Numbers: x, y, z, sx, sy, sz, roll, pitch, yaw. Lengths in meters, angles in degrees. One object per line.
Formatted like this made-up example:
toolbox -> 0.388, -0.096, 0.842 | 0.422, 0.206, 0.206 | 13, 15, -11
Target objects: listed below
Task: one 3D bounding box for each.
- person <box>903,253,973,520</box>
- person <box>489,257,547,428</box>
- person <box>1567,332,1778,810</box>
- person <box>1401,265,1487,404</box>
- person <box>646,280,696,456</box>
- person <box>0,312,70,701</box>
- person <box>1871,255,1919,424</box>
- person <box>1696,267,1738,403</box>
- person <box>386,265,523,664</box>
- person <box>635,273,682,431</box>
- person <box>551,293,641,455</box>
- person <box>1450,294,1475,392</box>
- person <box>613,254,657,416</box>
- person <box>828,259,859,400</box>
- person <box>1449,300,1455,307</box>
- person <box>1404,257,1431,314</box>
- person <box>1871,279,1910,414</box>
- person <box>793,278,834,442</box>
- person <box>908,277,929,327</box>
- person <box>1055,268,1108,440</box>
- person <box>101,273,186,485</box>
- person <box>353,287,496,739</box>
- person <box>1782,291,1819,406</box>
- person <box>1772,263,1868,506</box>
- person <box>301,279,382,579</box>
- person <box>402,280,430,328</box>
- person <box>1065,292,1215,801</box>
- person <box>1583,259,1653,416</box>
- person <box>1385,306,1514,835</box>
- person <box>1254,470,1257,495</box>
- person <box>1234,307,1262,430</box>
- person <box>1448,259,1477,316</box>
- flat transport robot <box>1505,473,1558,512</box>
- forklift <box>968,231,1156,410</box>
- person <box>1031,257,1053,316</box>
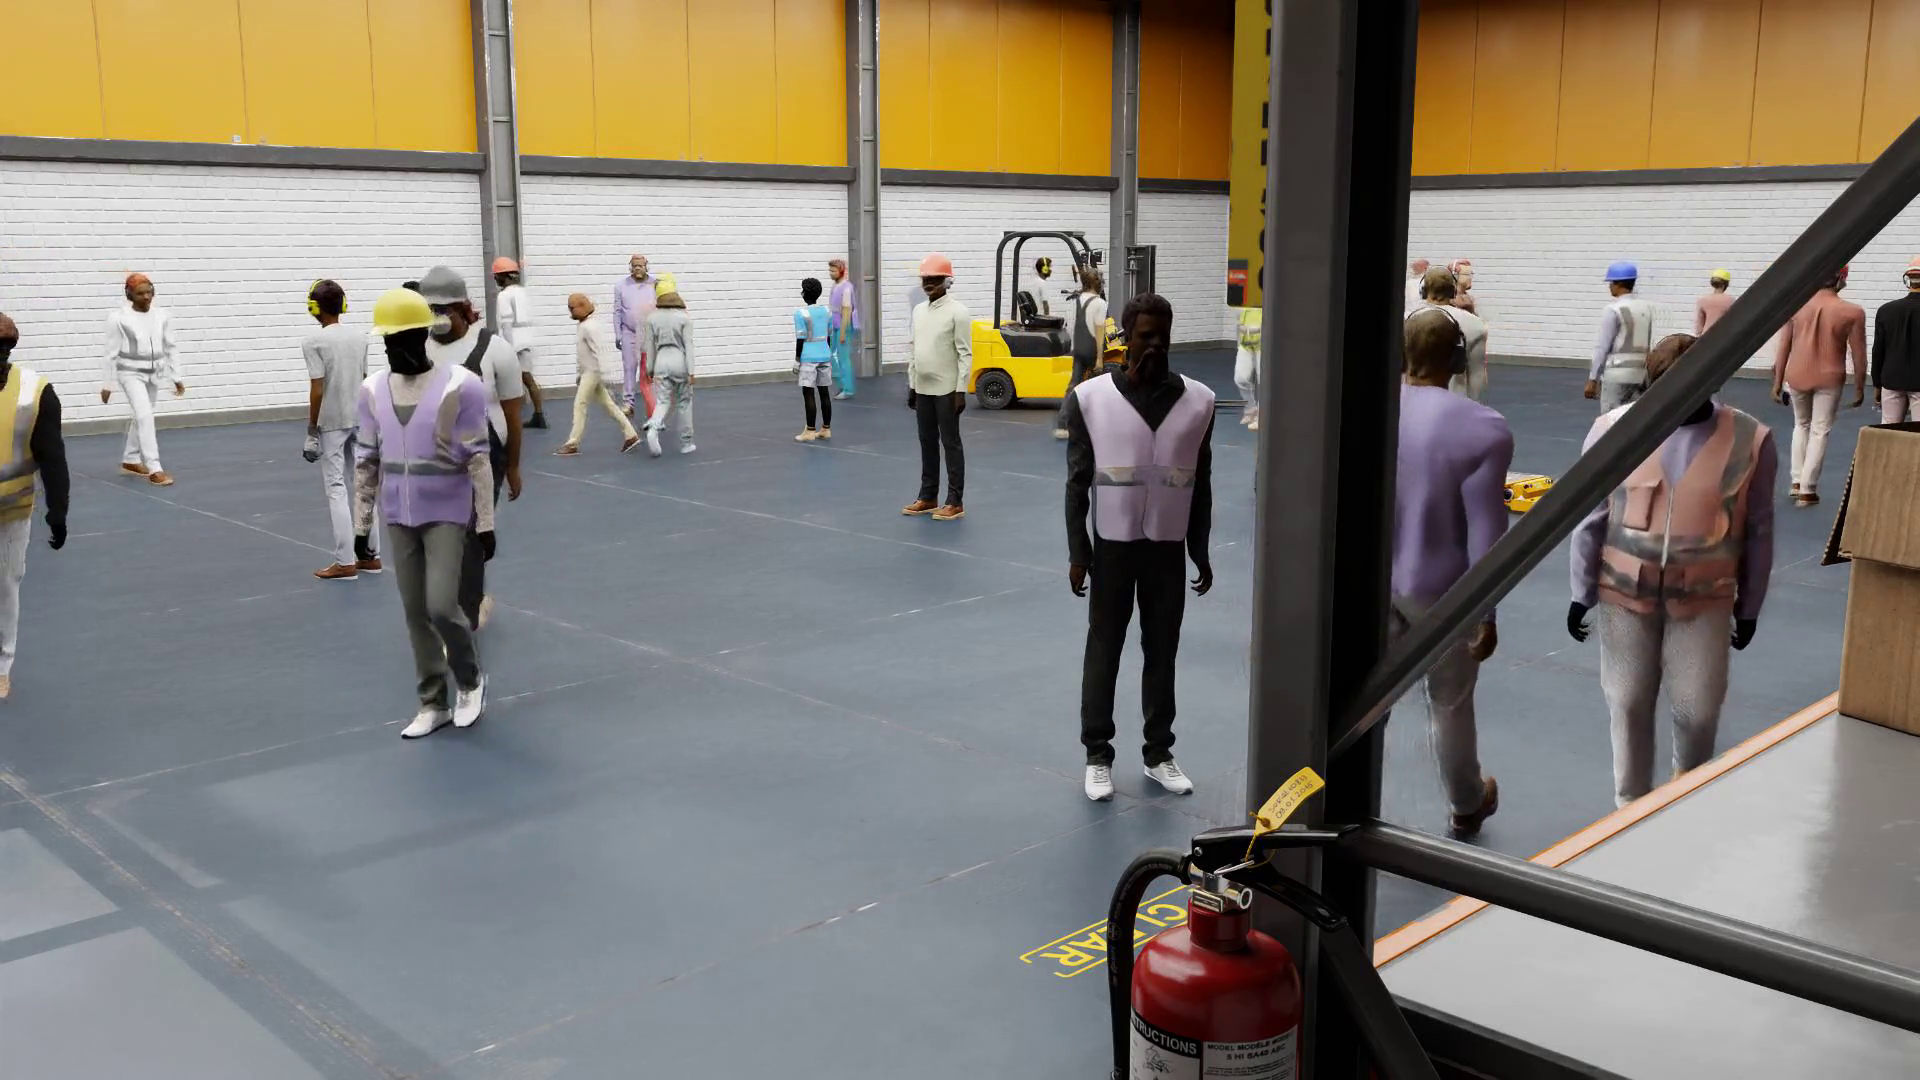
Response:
person -> -0.177, -1.150, 12.536 | 0.385, 1.993, 0.623 | -10, 14, -42
person -> -5.026, -2.169, 18.387 | 0.949, 1.888, 0.557 | 3, 11, 17
person -> 2.407, 0.202, 5.672 | 0.625, 1.817, 0.436 | 5, 12, 26
person -> 3.120, -0.830, 10.955 | 0.633, 1.936, 0.353 | 0, 10, 1
person -> -2.825, -1.664, 16.130 | 0.495, 1.700, 0.775 | 2, 11, 12
person -> -4.360, -0.124, 7.472 | 0.655, 1.803, 0.629 | -6, 12, -29
person -> 7.294, -1.183, 12.728 | 0.383, 1.992, 0.609 | -8, 13, -37
person -> 9.072, -2.401, 20.019 | 0.693, 1.745, 0.531 | -6, 12, -30
person -> -2.621, -0.453, 8.612 | 0.695, 2.000, 1.022 | 1, 10, 4
person -> -3.308, -2.048, 18.167 | 0.549, 1.722, 0.388 | -8, 13, -37
person -> -3.543, -1.616, 16.201 | 0.851, 1.586, 0.517 | -3, 11, -17
person -> 4.478, -1.362, 14.714 | 0.425, 1.621, 0.551 | -4, 11, -19
person -> -3.789, -2.426, 19.738 | 0.636, 1.911, 0.404 | -2, 11, -9
person -> -1.564, -2.718, 21.549 | 0.477, 1.820, 0.589 | -4, 11, -20
person -> 3.914, -1.190, 13.741 | 0.498, 1.633, 0.278 | -10, 14, -43
person -> 5.488, -2.451, 19.968 | 0.652, 1.871, 0.707 | -9, 14, -42
person -> 11.187, -2.293, 19.392 | 0.963, 1.767, 0.598 | 3, 11, 13
person -> -1.523, -1.859, 17.221 | 0.318, 1.697, 0.533 | 8, 13, 37
person -> -0.435, -2.621, 21.068 | 0.591, 1.811, 0.603 | 8, 13, 36
person -> 1.346, -1.937, 17.408 | 0.960, 1.797, 0.527 | -8, 13, -39
person -> -7.149, -1.400, 14.429 | 0.921, 1.829, 0.607 | 5, 12, 26
person -> -2.279, -0.102, 7.041 | 0.626, 1.912, 0.416 | 3, 11, 15
person -> 10.324, -2.387, 20.285 | 0.423, 1.622, 0.531 | -7, 13, -34
person -> 6.860, -1.267, 13.214 | 0.663, 1.970, 0.680 | 10, 14, 43
person -> -3.868, -0.683, 10.347 | 0.315, 1.865, 0.526 | 5, 12, 25
person -> -5.351, -1.720, 16.467 | 0.360, 1.684, 0.552 | -3, 11, -16
person -> 0.685, 0.023, 6.346 | 0.593, 1.922, 0.391 | -3, 11, -13
person -> 5.487, -1.363, 13.862 | 0.623, 1.929, 0.436 | -9, 14, -41
person -> 1.582, 0.158, 5.693 | 0.652, 1.892, 0.918 | 7, 13, 35
person -> 2.574, -1.168, 12.840 | 0.557, 1.919, 0.629 | -4, 11, -19
person -> 3.281, -2.114, 18.285 | 0.638, 1.821, 0.435 | 9, 14, 42
person -> 4.671, -1.679, 15.665 | 0.409, 1.909, 0.642 | 8, 13, 36
flat transport robot -> 4.113, -0.433, 13.337 | 0.652, 0.197, 1.431 | -10, 14, -44
forklift -> 1.222, -2.721, 20.561 | 2.313, 2.155, 1.214 | 2, 11, 13
person -> 1.068, -3.002, 23.071 | 0.811, 1.842, 0.512 | -1, 10, -7
